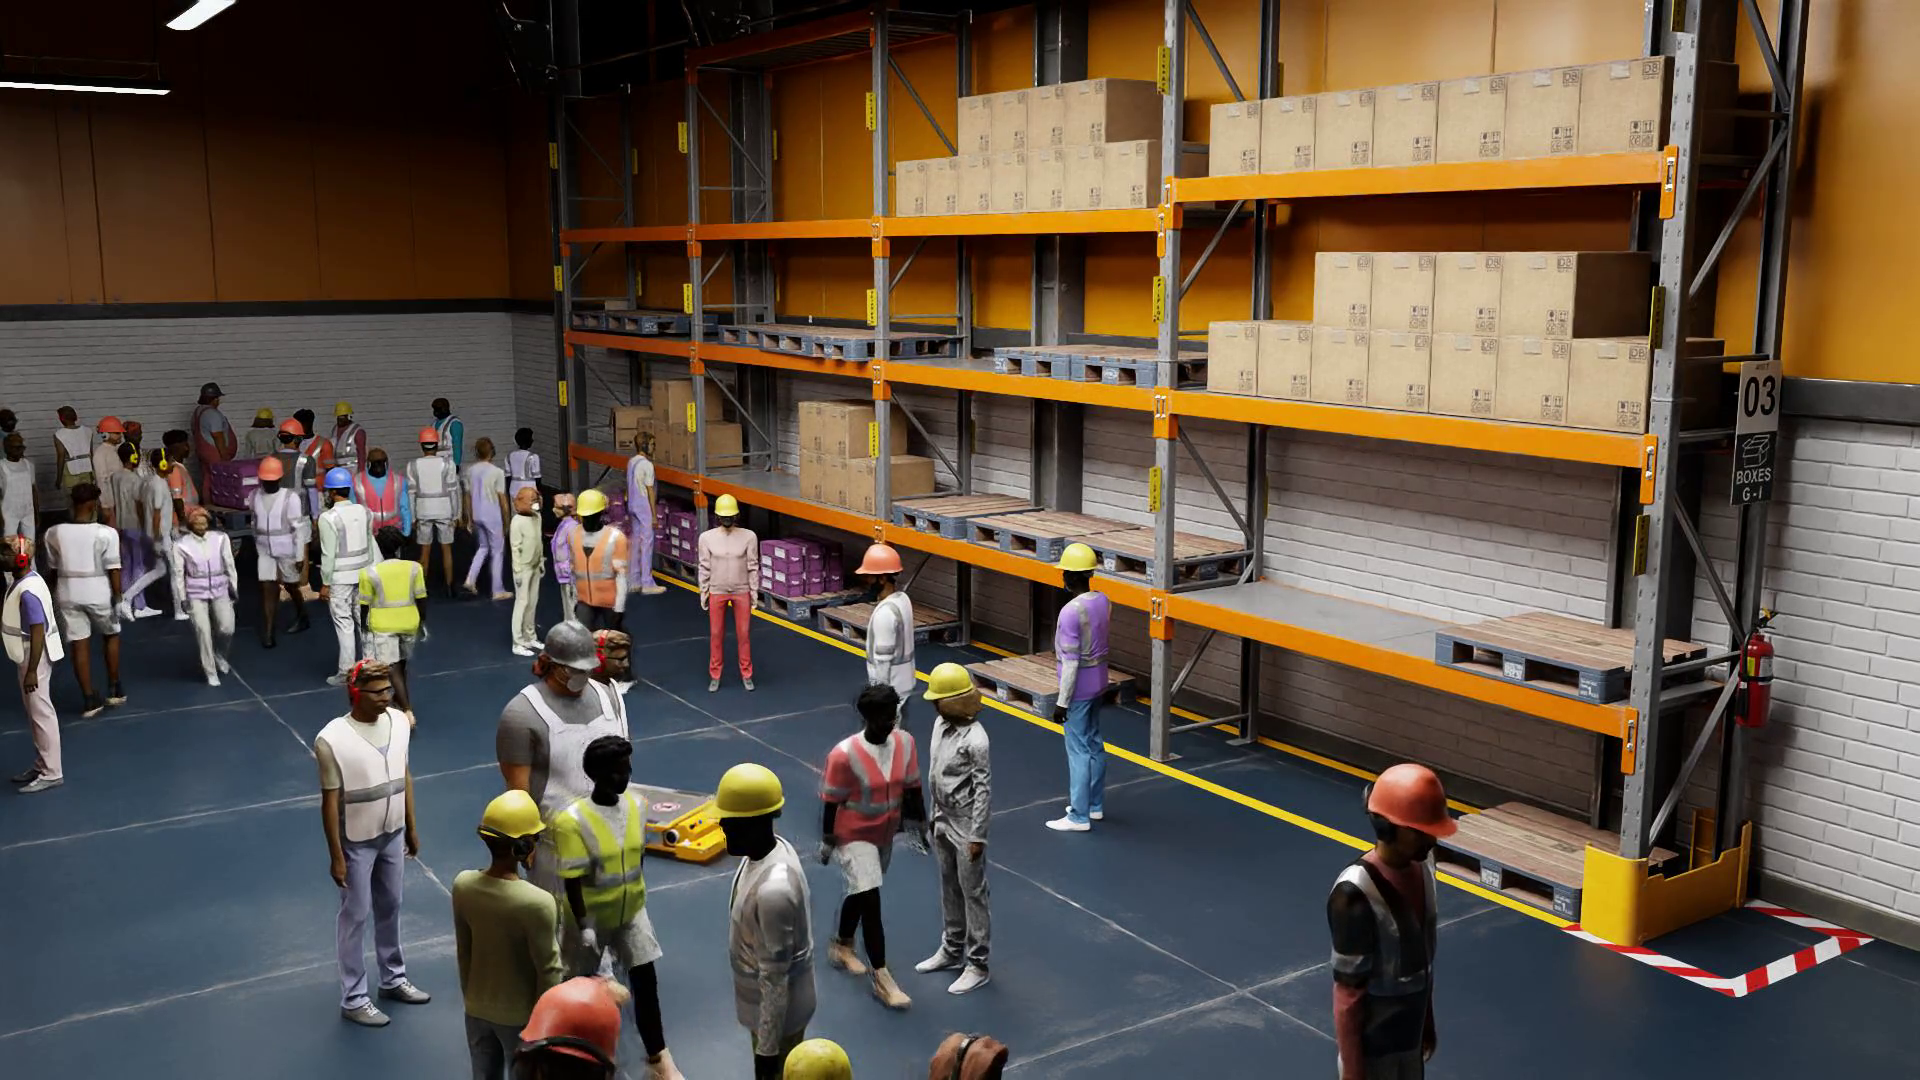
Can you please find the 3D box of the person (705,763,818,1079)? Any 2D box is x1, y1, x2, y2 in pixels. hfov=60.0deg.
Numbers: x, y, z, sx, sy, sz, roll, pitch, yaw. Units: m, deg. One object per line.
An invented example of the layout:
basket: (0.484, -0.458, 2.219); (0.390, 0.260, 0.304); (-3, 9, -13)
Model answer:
person: (-0.748, 1.780, 6.345); (0.399, 1.918, 0.584); (-2, 10, -13)

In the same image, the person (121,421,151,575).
person: (-9.740, -0.467, 19.619); (0.337, 1.882, 0.585); (0, 10, -2)

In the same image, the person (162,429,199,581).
person: (-8.375, -0.216, 17.902); (0.367, 1.966, 0.605); (-5, 11, -27)

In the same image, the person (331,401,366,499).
person: (-8.455, -1.005, 22.975); (0.597, 1.824, 0.403); (5, 11, 29)

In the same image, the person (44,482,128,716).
person: (-7.297, 0.472, 13.961); (0.601, 1.926, 0.743); (-2, 10, -12)

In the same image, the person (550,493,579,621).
person: (-3.614, 0.372, 15.417); (0.310, 1.636, 0.522); (-5, 11, -25)

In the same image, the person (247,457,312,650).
person: (-6.701, 0.091, 16.400); (0.549, 1.882, 0.964); (0, 10, 1)

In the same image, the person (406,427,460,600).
person: (-5.837, -0.293, 18.472); (0.546, 1.928, 0.379); (-2, 10, -9)

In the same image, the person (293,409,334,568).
person: (-7.958, -0.633, 20.376); (0.600, 1.958, 0.378); (3, 10, 15)

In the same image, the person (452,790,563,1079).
person: (-1.738, 1.834, 6.487); (0.524, 1.759, 0.338); (5, 11, 29)

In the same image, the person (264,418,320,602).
person: (-7.343, -0.323, 18.356); (0.601, 2.036, 0.404); (1, 10, 7)

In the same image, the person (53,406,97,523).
person: (-11.709, -0.856, 22.035); (0.388, 1.838, 0.563); (4, 10, 21)

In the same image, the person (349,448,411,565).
person: (-6.192, -0.105, 17.756); (0.626, 1.808, 0.875); (-5, 11, -28)

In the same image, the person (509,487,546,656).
person: (-4.141, 0.288, 15.954); (0.300, 1.625, 0.507); (3, 10, 16)

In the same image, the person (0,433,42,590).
person: (-10.574, -0.281, 18.663); (0.346, 1.840, 0.501); (5, 11, 26)

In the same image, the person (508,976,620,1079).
person: (-1.056, 2.104, 4.200); (0.448, 1.992, 0.643); (2, 10, 14)

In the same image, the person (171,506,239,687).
person: (-6.679, 0.491, 14.742); (0.545, 1.621, 0.419); (-8, 13, -41)

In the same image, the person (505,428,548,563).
person: (-5.394, -0.549, 20.648); (0.539, 1.695, 0.318); (5, 11, 26)

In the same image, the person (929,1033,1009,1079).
person: (-0.029, 2.183, 4.879); (0.790, 1.611, 0.524); (5, 11, 28)

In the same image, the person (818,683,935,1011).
person: (-0.426, 1.531, 8.559); (0.816, 1.638, 0.556); (9, 13, 44)

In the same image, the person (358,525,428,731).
person: (-4.540, 0.710, 13.385); (0.539, 1.666, 0.857); (-8, 13, -39)

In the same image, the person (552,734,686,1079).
person: (-1.626, 1.694, 7.614); (0.840, 1.657, 0.534); (9, 13, 44)

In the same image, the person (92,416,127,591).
person: (-9.679, -0.425, 19.044); (0.396, 1.993, 0.617); (-1, 10, -8)

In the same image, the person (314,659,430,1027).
person: (-2.950, 1.485, 8.292); (0.394, 1.838, 0.560); (5, 11, 26)

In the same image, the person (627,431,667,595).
person: (-3.571, -0.305, 18.788); (0.327, 1.842, 0.511); (-8, 13, -39)

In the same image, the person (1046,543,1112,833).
person: (0.788, 0.975, 11.027); (0.366, 1.926, 0.592); (5, 11, 28)

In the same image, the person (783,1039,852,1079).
person: (-0.378, 2.177, 4.504); (0.487, 1.746, 0.290); (-2, 10, -13)

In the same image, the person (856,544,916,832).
person: (-0.489, 0.982, 11.000); (0.380, 1.933, 0.547); (2, 10, 12)

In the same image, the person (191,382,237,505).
person: (-10.514, -1.215, 23.548); (0.672, 2.000, 0.536); (8, 13, 41)

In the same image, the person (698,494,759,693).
person: (-2.013, 0.466, 14.516); (0.528, 1.760, 0.348); (-2, 10, -9)

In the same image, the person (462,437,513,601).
person: (-5.199, -0.217, 18.333); (0.536, 1.832, 0.464); (5, 11, 25)

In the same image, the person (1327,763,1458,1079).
person: (1.565, 1.778, 6.018); (0.411, 2.033, 0.613); (9, 13, 42)

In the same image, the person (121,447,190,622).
person: (-8.380, -0.043, 17.285); (0.793, 1.841, 0.521); (-6, 11, -31)

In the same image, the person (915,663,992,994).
person: (-0.028, 1.480, 8.632); (0.322, 1.734, 0.485); (-5, 11, -29)

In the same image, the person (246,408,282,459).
person: (-9.591, -0.962, 22.978); (0.497, 1.730, 0.369); (0, 10, 1)

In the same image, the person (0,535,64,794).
person: (-6.618, 0.870, 11.871); (0.389, 1.849, 0.565); (-7, 12, -35)

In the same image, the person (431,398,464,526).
person: (-7.251, -1.093, 23.464); (0.639, 1.830, 0.429); (8, 13, 39)

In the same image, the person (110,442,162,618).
person: (-8.740, -0.109, 17.598); (0.510, 1.860, 0.333); (6, 12, 33)

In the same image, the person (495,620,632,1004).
person: (-1.907, 1.386, 8.282); (0.538, 2.000, 0.681); (7, 12, 36)

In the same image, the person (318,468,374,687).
person: (-5.453, 0.327, 14.771); (0.394, 1.945, 0.618); (4, 10, 22)

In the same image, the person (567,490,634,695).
person: (-3.065, 0.484, 14.110); (0.591, 1.863, 1.019); (3, 10, 16)

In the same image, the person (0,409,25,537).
person: (-12.564, -0.822, 21.968); (0.564, 1.814, 0.587); (2, 10, 13)
